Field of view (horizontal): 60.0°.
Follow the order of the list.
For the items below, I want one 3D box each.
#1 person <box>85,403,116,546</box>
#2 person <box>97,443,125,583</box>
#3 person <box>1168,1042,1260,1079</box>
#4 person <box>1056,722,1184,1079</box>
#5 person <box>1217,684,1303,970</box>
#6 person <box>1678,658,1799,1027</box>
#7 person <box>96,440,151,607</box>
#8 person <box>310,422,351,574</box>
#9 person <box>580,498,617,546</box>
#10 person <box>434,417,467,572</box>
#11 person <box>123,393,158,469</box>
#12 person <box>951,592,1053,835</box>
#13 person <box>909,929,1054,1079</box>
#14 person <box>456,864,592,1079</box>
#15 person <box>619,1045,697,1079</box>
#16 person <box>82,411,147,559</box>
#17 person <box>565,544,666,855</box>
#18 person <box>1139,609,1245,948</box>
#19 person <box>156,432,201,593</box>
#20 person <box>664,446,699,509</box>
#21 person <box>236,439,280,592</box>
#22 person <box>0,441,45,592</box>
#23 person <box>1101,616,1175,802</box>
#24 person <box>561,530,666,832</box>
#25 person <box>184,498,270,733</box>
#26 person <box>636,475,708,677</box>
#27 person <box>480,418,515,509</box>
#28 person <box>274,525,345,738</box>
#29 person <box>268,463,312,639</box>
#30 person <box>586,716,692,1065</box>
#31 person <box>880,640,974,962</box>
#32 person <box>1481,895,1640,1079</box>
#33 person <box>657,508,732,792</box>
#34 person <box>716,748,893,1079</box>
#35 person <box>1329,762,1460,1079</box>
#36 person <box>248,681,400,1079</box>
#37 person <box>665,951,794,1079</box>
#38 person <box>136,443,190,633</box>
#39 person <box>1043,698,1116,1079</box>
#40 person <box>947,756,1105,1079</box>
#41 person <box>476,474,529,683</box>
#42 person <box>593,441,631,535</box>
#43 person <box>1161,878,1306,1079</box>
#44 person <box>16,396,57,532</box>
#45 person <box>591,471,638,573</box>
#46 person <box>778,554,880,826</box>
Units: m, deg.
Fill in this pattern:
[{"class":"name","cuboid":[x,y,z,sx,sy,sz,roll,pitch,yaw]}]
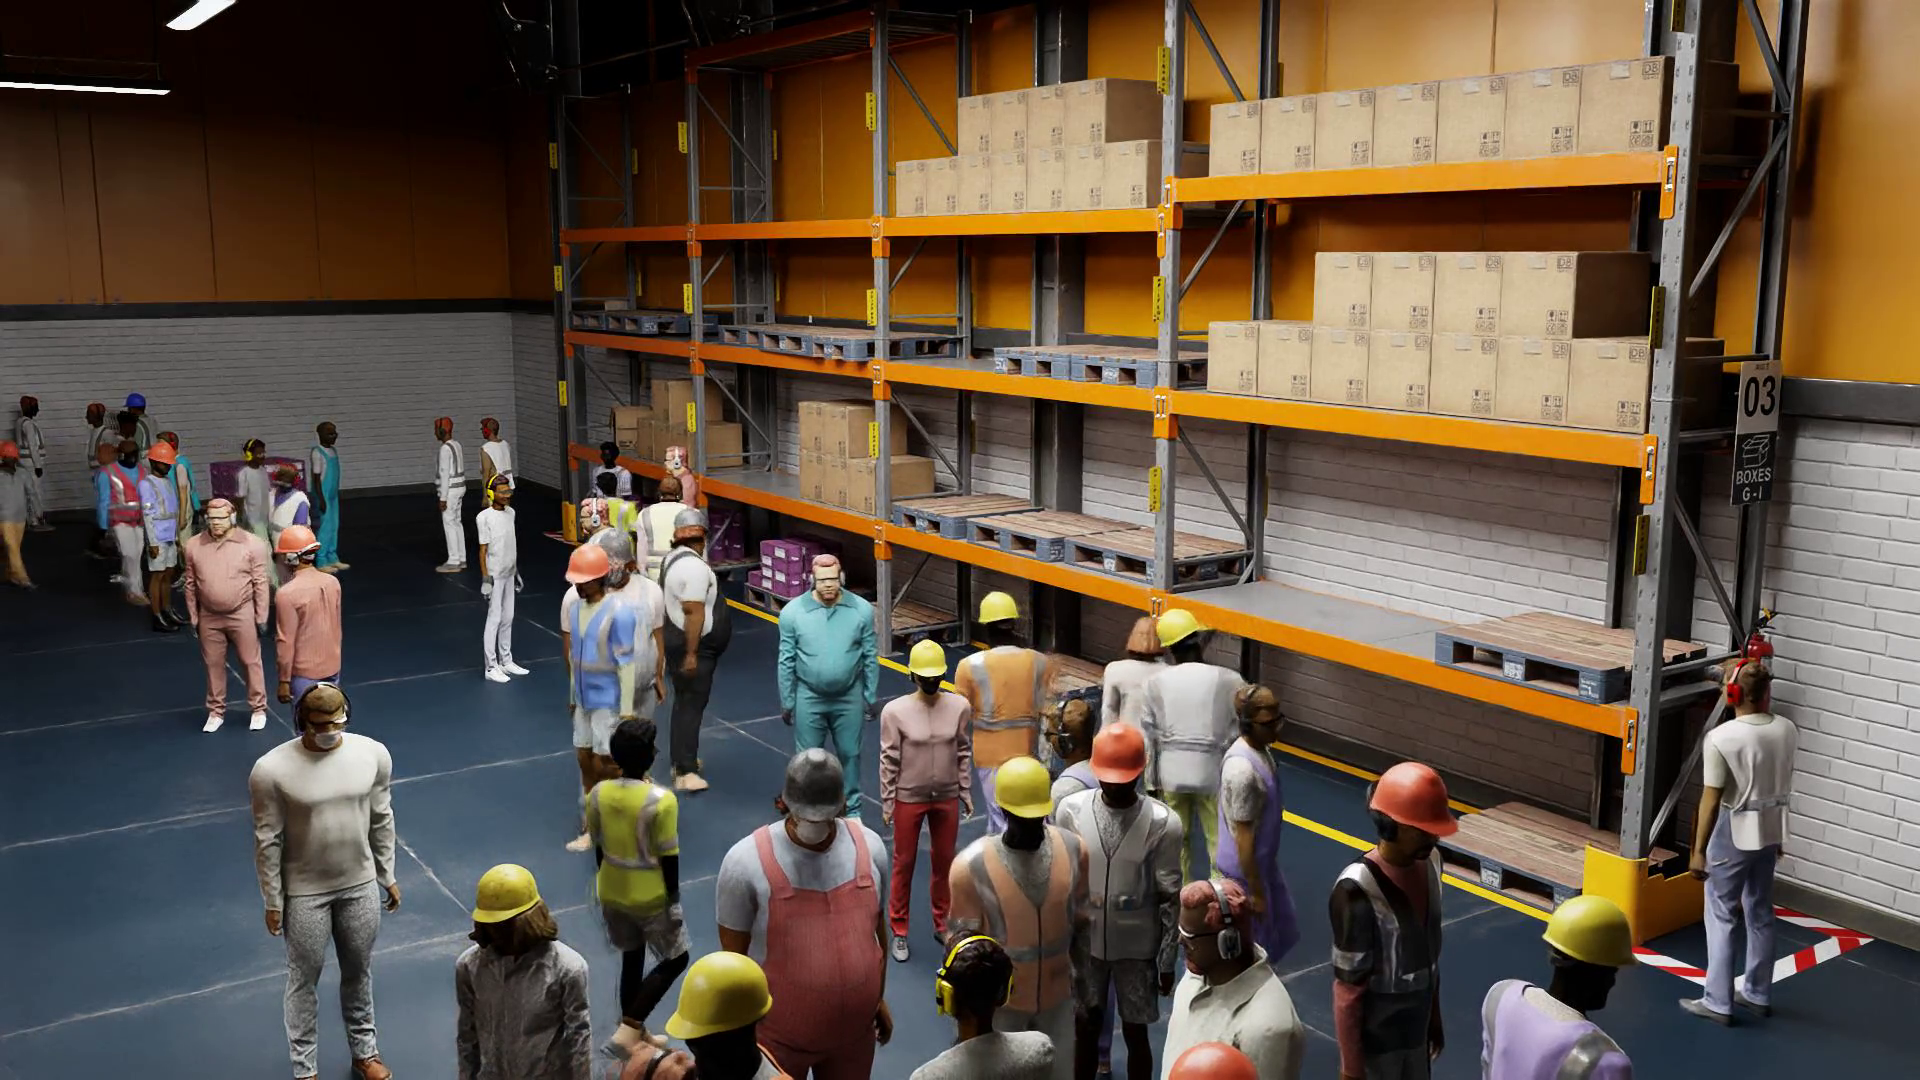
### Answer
[{"class":"person","cuboid":[-11.323,-0.865,21.961,0.572,1.883,0.355,9,13,43]},{"class":"person","cuboid":[-9.903,-0.320,19.492,0.268,1.630,0.507,-4,10,-22]},{"class":"person","cuboid":[0.574,2.148,3.945,0.623,1.991,0.395,1,10,7]},{"class":"person","cuboid":[0.641,1.680,6.905,0.550,1.925,0.389,3,10,19]},{"class":"person","cuboid":[1.427,1.562,7.878,0.403,1.824,0.557,3,10,19]},{"class":"person","cuboid":[3.879,1.499,8.229,0.567,1.836,0.386,-4,10,-23]},{"class":"person","cuboid":[-8.947,-0.173,18.096,0.800,1.811,0.642,5,11,28]},{"class":"person","cuboid":[-7.619,-0.511,20.041,0.346,1.837,0.506,1,10,4]},{"class":"person","cuboid":[-2.865,0.603,13.300,0.399,1.900,0.645,0,10,2]},{"class":"person","cuboid":[-6.184,-0.555,20.162,0.362,1.879,0.584,0,10,-2]},{"class":"person","cuboid":[-11.230,-1.050,22.895,0.409,1.942,0.609,-1,10,-3]},{"class":"person","cuboid":[0.251,1.245,9.668,0.608,1.868,1.026,-5,11,-26]},{"class":"person","cuboid":[0.050,2.051,4.886,0.535,1.868,0.309,-7,12,-35]},{"class":"person","cuboid":[-1.526,1.957,5.840,0.487,1.737,0.358,1,10,9]},{"class":"person","cuboid":[-0.876,2.211,4.755,0.829,1.596,0.513,3,10,19]},{"class":"person","cuboid":[-10.555,-0.685,20.863,0.982,1.904,0.714,-5,11,-28]},{"class":"person","cuboid":[-2.254,0.995,10.643,0.635,2.015,0.597,8,13,41]},{"class":"person","cuboid":[1.341,1.327,9.116,0.745,1.876,0.465,3,10,20]},{"class":"person","cuboid":[-8.882,-0.328,18.954,0.393,1.836,0.561,-8,12,-39]},{"class":"person","cuboid":[-2.838,-0.003,16.833,0.403,1.906,0.651,-2,10,-11]},{"class":"person","cuboid":[-7.594,-0.187,18.130,0.843,1.835,0.512,1,10,4]},{"class":"person","cuboid":[-10.703,-0.262,18.883,0.873,1.707,0.573,5,11,27]},{"class":"person","cuboid":[1.125,1.267,10.197,0.517,1.623,0.361,1,10,9]},{"class":"person","cuboid":[-2.250,0.924,10.996,0.683,2.000,0.536,-5,11,-25]},{"class":"person","cuboid":[-5.853,0.606,13.297,0.643,1.900,0.398,-1,10,-7]},{"class":"person","cuboid":[-2.598,0.328,15.082,0.633,1.839,0.429,0,10,1]},{"class":"person","cuboid":[-5.685,-0.584,20.458,0.389,1.838,0.565,2,10,14]},{"class":"person","cuboid":[-4.470,0.882,11.412,0.408,1.987,0.614,2,10,14]},{"class":"person","cuboid":[-6.559,0.132,16.347,0.679,1.808,0.387,8,13,41]},{"class":"person","cuboid":[-1.514,1.654,7.708,0.536,1.686,0.427,6,11,32]},{"class":"person","cuboid":[-0.172,1.401,9.003,0.533,1.767,0.324,-4,10,-21]},{"class":"person","cuboid":[1.822,1.998,5.075,0.397,1.913,0.591,-4,10,-22]},{"class":"person","cuboid":[-1.901,0.750,12.017,0.547,2.000,0.858,-4,11,-24]},{"class":"person","cuboid":[-0.533,1.744,6.181,0.672,2.000,0.536,-5,11,-26]},{"class":"person","cuboid":[1.585,1.775,6.035,0.613,2.033,0.410,-9,13,-44]},{"class":"person","cuboid":[-2.841,1.572,7.510,0.627,1.935,0.373,-8,12,-38]},{"class":"person","cuboid":[-0.616,2.063,4.683,0.393,1.919,0.582,-5,11,-28]},{"class":"person","cuboid":[-8.090,-0.028,16.917,0.374,1.928,0.543,0,10,-1]},{"class":"person","cuboid":[0.527,1.614,7.537,0.346,1.840,0.505,7,12,34]},{"class":"person","cuboid":[0.271,1.755,6.465,0.645,1.923,0.391,-4,11,-23]},{"class":"person","cuboid":[-4.119,0.333,14.964,0.312,1.869,0.536,4,10,20]},{"class":"person","cuboid":[-4.020,-0.304,19.231,0.537,1.691,0.320,5,11,26]},{"class":"person","cuboid":[0.815,1.979,5.246,0.401,1.894,0.653,-2,10,-14]},{"class":"person","cuboid":[-12.864,-1.057,23.076,0.356,1.886,0.574,-9,13,-42]},{"class":"person","cuboid":[-3.410,0.152,16.629,0.666,1.671,0.333,3,10,17]},{"class":"person","cuboid":[-0.848,1.024,10.839,0.664,1.899,0.395,-2,10,-11]}]
